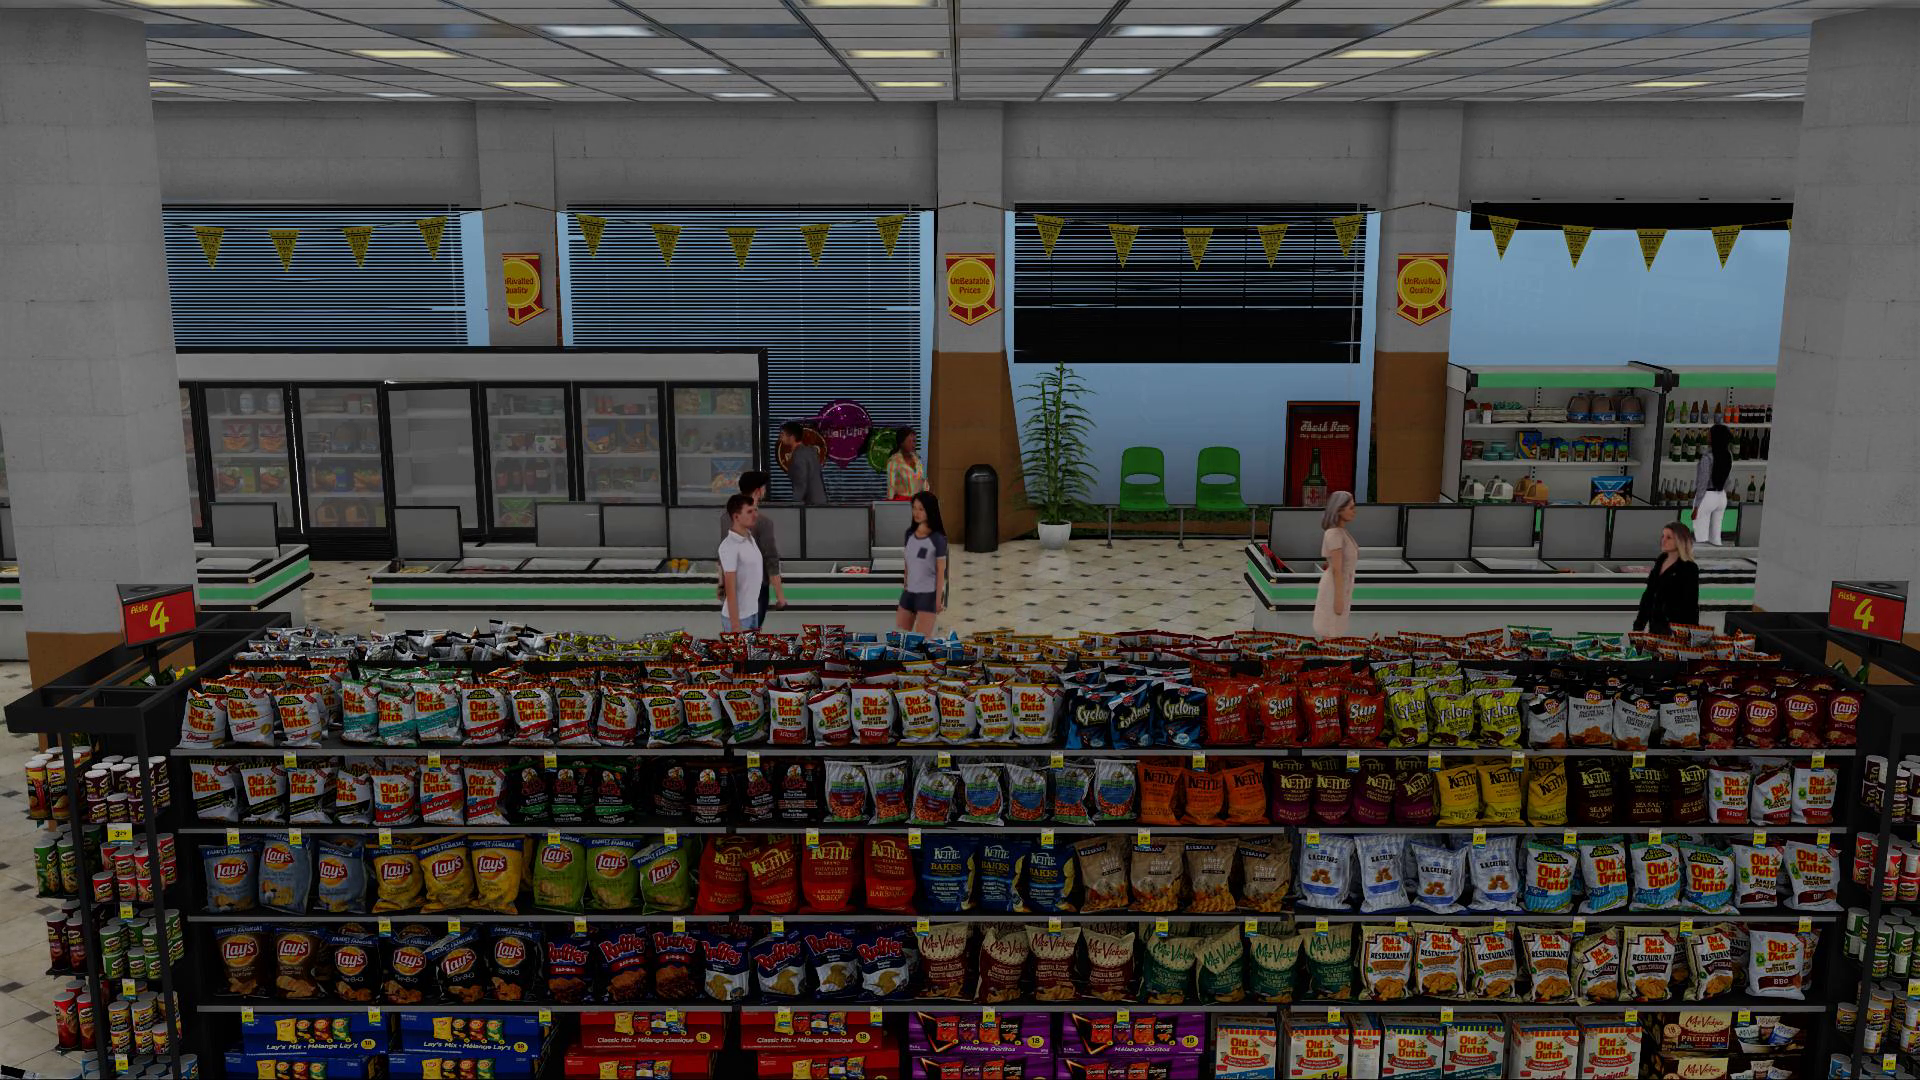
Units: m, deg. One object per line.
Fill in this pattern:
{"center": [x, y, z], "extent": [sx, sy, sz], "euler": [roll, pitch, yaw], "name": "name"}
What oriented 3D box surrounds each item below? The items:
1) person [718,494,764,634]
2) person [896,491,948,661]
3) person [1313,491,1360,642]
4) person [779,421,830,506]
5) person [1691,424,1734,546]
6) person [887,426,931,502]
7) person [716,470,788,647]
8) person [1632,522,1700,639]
{"center": [-1.642, 0.570, 12.388], "extent": [0.610, 1.850, 0.686], "euler": [2, 12, 10], "name": "person"}
{"center": [-0.236, 0.428, 13.443], "extent": [0.871, 1.692, 0.812], "euler": [-11, 16, -42], "name": "person"}
{"center": [2.962, 0.465, 13.165], "extent": [0.601, 1.735, 0.635], "euler": [2, 12, 10], "name": "person"}
{"center": [-1.390, -0.256, 16.368], "extent": [0.955, 1.825, 0.764], "euler": [2, 12, 11], "name": "person"}
{"center": [7.669, -0.338, 17.008], "extent": [0.607, 1.722, 0.735], "euler": [-6, 13, -26], "name": "person"}
{"center": [-0.625, -0.235, 16.448], "extent": [1.106, 1.752, 0.939], "euler": [7, 14, 30], "name": "person"}
{"center": [-1.719, 0.421, 13.028], "extent": [1.054, 1.877, 1.082], "euler": [9, 15, 36], "name": "person"}
{"center": [5.290, 0.696, 12.219], "extent": [0.671, 1.671, 0.663], "euler": [-2, 12, -9], "name": "person"}
